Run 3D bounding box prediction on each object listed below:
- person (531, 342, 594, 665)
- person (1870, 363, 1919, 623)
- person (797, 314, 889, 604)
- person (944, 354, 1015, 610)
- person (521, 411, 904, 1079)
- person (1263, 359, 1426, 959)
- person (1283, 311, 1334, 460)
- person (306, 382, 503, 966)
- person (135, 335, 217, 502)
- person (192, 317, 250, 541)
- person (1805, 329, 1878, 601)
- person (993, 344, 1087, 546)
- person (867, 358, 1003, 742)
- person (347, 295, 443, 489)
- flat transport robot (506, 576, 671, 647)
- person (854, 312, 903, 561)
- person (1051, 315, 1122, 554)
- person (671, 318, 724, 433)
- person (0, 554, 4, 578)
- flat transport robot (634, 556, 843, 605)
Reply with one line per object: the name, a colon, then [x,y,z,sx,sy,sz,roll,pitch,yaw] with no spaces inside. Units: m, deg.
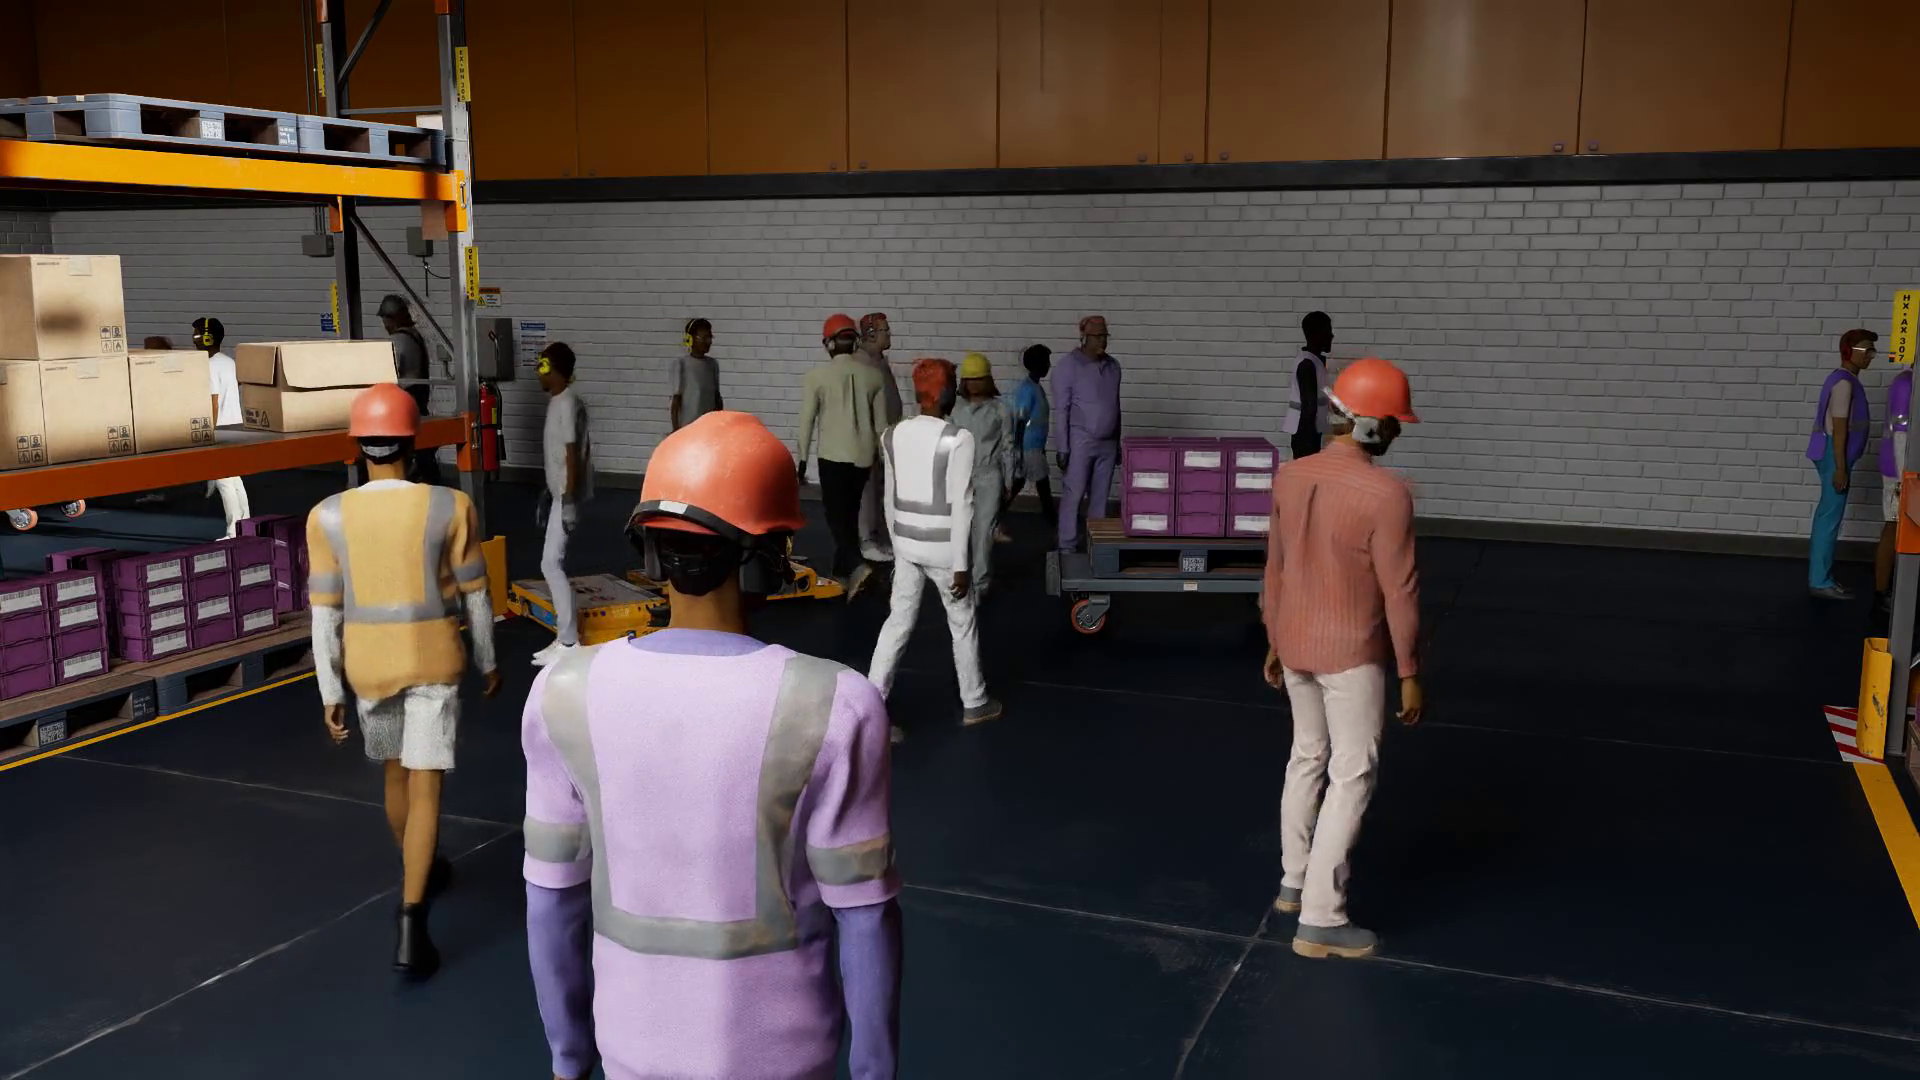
person: [-2.324,-0.209,9.583,0.424,1.829,0.599,-4,10,-22]
person: [6.111,-0.442,10.665,0.385,1.927,0.545,8,12,39]
person: [-0.760,-0.564,11.362,0.641,1.949,0.918,-4,10,-24]
person: [0.136,-0.419,11.244,0.473,1.692,0.925,3,10,17]
person: [-0.383,0.810,2.726,0.614,2.041,0.393,2,10,12]
person: [1.237,0.388,5.601,0.525,1.977,0.672,-5,11,-28]
person: [2.702,-0.805,12.887,0.386,1.920,0.587,2,10,12]
person: [-1.855,0.429,5.533,0.564,1.897,1.005,-1,9,-5]
person: [-7.567,-1.160,15.966,0.695,1.610,0.500,-4,10,-21]
person: [-5.941,-0.853,13.369,0.324,1.862,0.511,-1,9,-8]
person: [6.015,-0.523,11.412,0.391,1.842,0.564,5,11,27]
person: [0.590,-0.761,13.445,0.887,1.638,0.554,2,10,10]
person: [-0.168,0.049,7.976,0.591,1.841,0.970,7,12,38]
person: [-5.348,-1.326,15.675,1.017,2.000,0.697,0,9,-1]
flat transport robot: [-2.316,0.423,10.429,0.652,0.197,1.431,-6,11,-31]
person: [-0.646,-0.799,12.877,0.407,1.913,0.641,1,9,4]
person: [0.977,-0.710,12.354,0.651,1.904,0.403,-7,12,-37]
person: [-2.066,-0.857,13.447,0.496,1.851,0.511,6,11,30]
person: [-6.434,-0.375,10.744,0.533,1.767,0.312,8,12,41]
flat transport robot: [-1.574,0.298,11.187,1.431,0.197,0.652,-6,11,-31]
